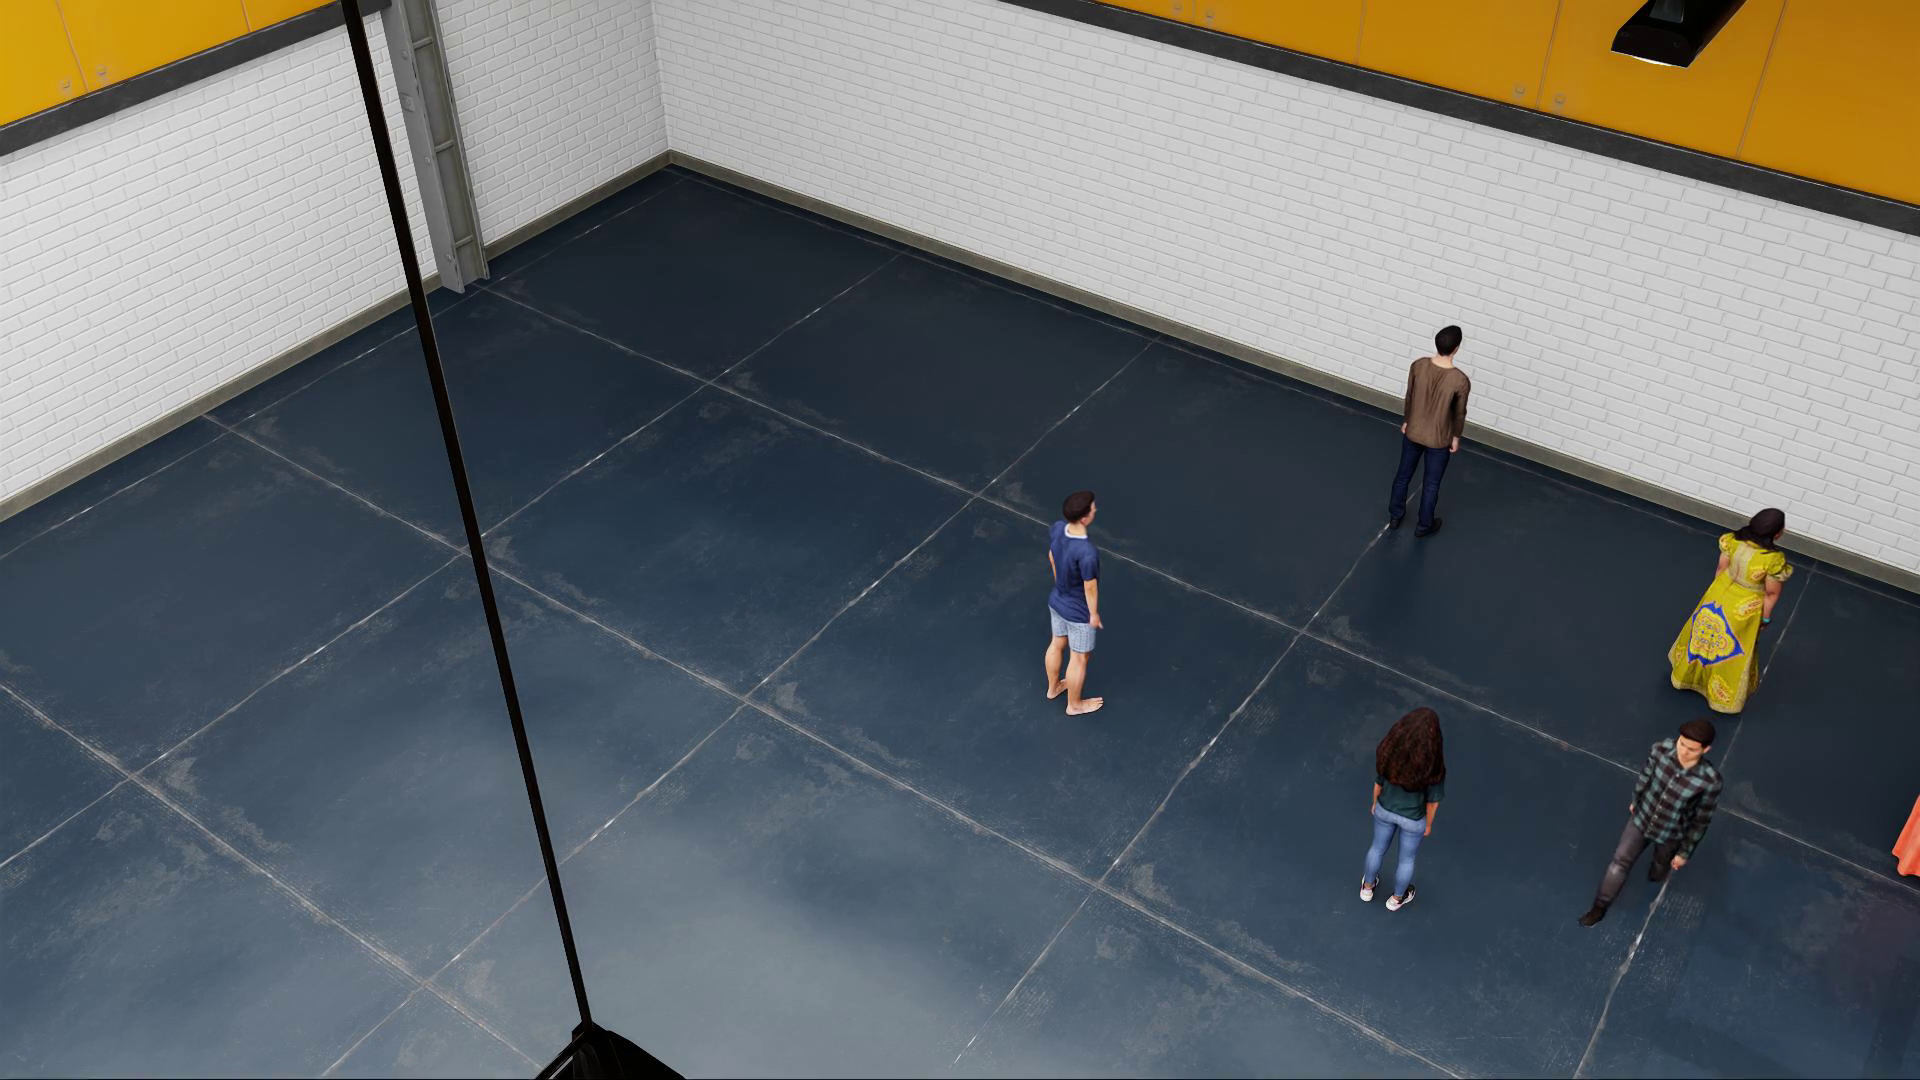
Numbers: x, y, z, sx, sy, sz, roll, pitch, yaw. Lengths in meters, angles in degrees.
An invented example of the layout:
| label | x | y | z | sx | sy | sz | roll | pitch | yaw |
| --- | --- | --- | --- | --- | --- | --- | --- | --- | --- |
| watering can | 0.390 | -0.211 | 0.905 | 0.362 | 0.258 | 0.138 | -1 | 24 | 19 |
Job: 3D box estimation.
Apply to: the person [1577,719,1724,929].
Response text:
| label | x | y | z | sx | sy | sz | roll | pitch | yaw |
| --- | --- | --- | --- | --- | --- | --- | --- | --- | --- |
| person | 4.366 | 1.687 | 10.258 | 1.116 | 1.689 | 0.851 | -29 | 47 | -31 |

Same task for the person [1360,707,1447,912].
| label | x | y | z | sx | sy | sz | roll | pitch | yaw |
| --- | --- | --- | --- | --- | --- | --- | --- | --- | --- |
| person | 2.700 | 1.644 | 10.155 | 0.595 | 1.617 | 0.588 | 22 | 44 | 25 |

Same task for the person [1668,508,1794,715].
| label | x | y | z | sx | sy | sz | roll | pitch | yaw |
| --- | --- | --- | --- | --- | --- | --- | --- | --- | --- |
| person | 5.430 | 0.457 | 11.609 | 0.964 | 1.659 | 0.981 | -21 | 43 | -24 |

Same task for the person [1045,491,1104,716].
| label | x | y | z | sx | sy | sz | roll | pitch | yaw |
| --- | --- | --- | --- | --- | --- | --- | --- | --- | --- |
| person | 0.780 | 0.433 | 11.486 | 0.684 | 1.850 | 0.699 | -22 | 44 | -25 |

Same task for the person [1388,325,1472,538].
| label | x | y | z | sx | sy | sz | roll | pitch | yaw |
| --- | --- | --- | --- | --- | --- | --- | --- | --- | --- |
| person | 3.685 | -0.853 | 13.066 | 0.647 | 1.887 | 0.549 | 25 | 45 | 28 |
